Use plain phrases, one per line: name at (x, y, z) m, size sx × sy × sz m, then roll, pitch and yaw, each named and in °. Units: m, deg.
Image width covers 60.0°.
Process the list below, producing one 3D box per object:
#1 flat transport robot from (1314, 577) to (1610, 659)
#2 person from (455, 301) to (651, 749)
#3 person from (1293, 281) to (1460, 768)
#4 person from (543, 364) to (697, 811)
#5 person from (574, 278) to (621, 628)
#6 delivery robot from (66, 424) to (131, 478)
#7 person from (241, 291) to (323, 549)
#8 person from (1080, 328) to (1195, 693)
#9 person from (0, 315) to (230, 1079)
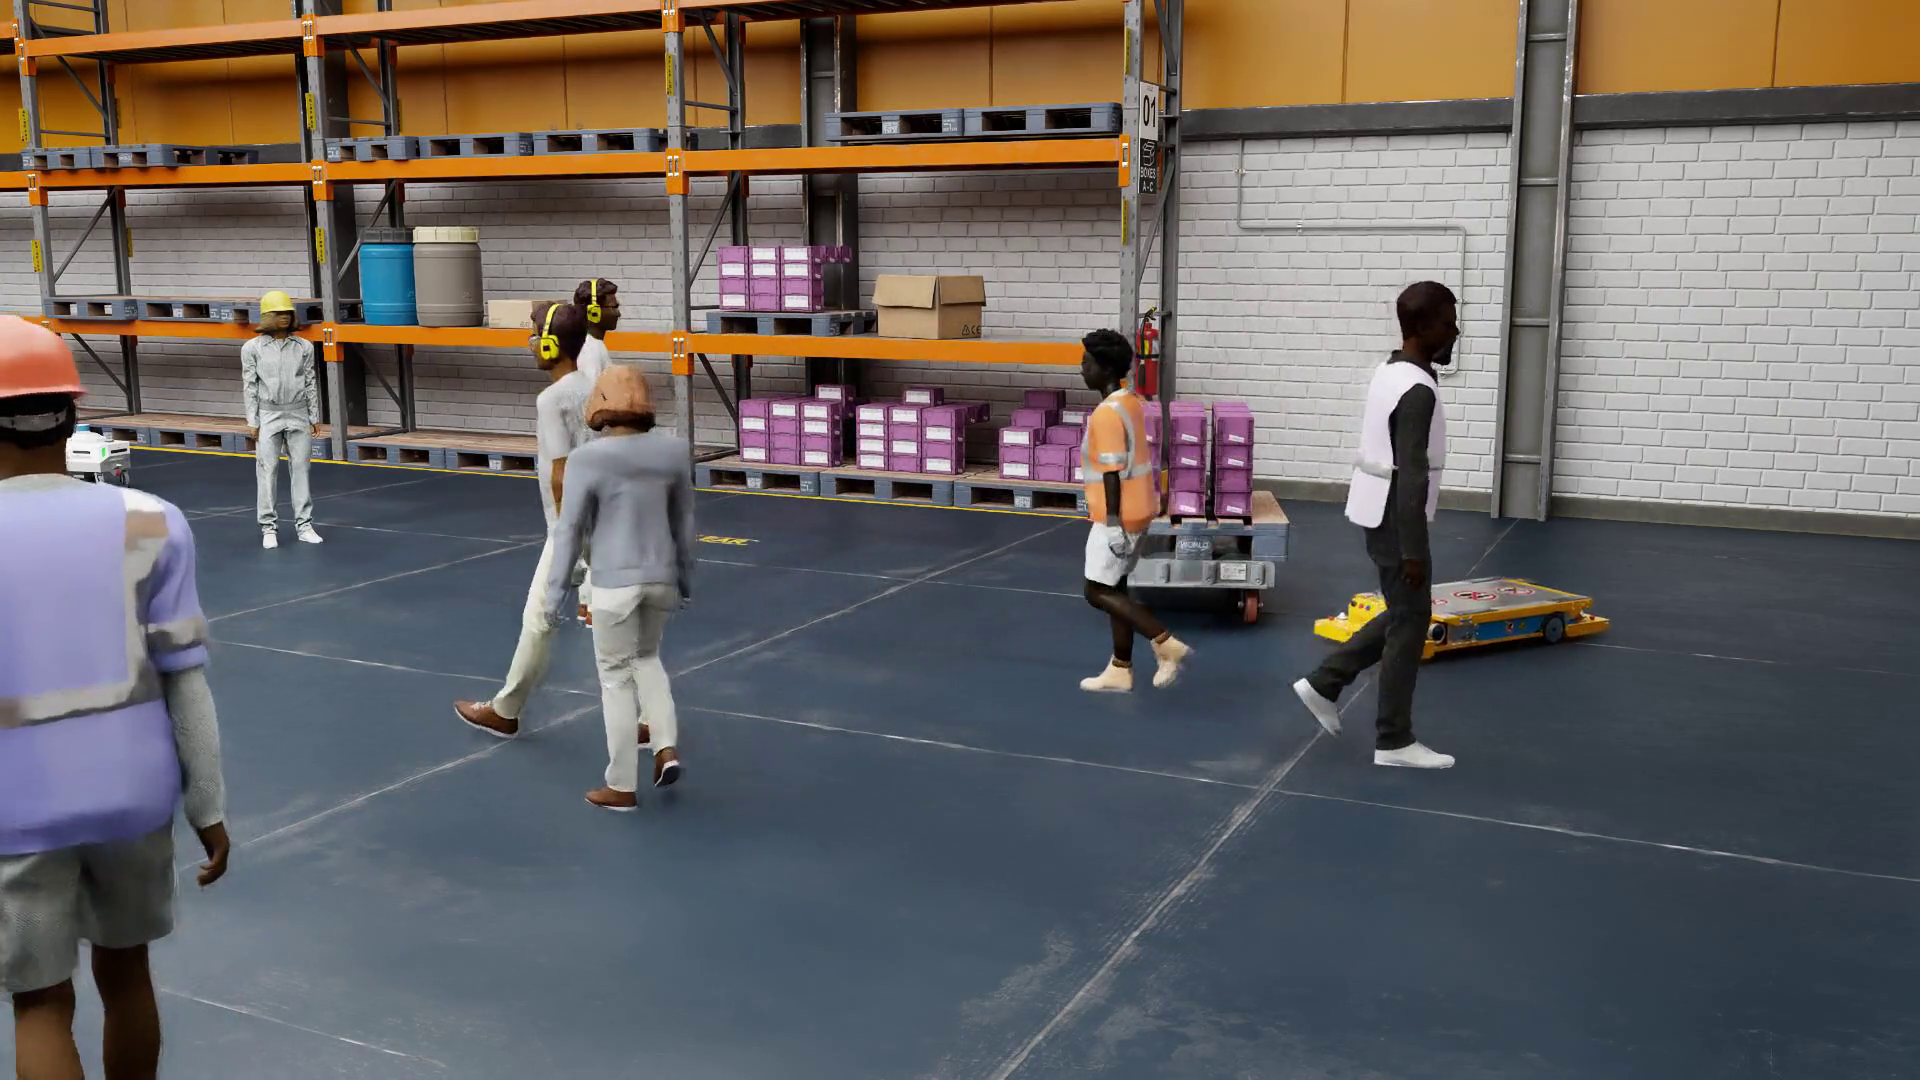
flat transport robot at (2.616, 0.390, 8.640) m, size 1.431 × 0.197 × 0.652 m, roll -5°, pitch 11°, yaw -27°
person at (-1.595, -0.050, 6.758) m, size 1.008 × 1.809 × 0.525 m, roll 4°, pitch 11°, yaw 20°
person at (1.661, -0.047, 6.479) m, size 0.508 × 1.905 × 0.606 m, roll 1°, pitch 10°, yaw 6°
person at (-1.226, 0.177, 6.036) m, size 0.593 × 1.614 × 0.356 m, roll -10°, pitch 14°, yaw -44°
person at (-1.927, -0.461, 8.940) m, size 0.323 × 1.871 × 0.530 m, roll -4°, pitch 11°, yaw -20°
delivery robot at (-7.356, -0.732, 13.987) m, size 0.707 × 0.478 × 0.477 m, roll 3°, pitch 10°, yaw 16°
person at (-4.620, -0.821, 11.360) m, size 0.492 × 1.746 × 0.284 m, roll -8°, pitch 13°, yaw -40°
person at (0.769, -0.096, 7.401) m, size 0.484 × 1.686 × 0.531 m, roll 4°, pitch 11°, yaw 20°
person at (-1.700, 0.528, 3.193) m, size 0.563 × 1.906 × 0.770 m, roll -7°, pitch 12°, yaw -35°
